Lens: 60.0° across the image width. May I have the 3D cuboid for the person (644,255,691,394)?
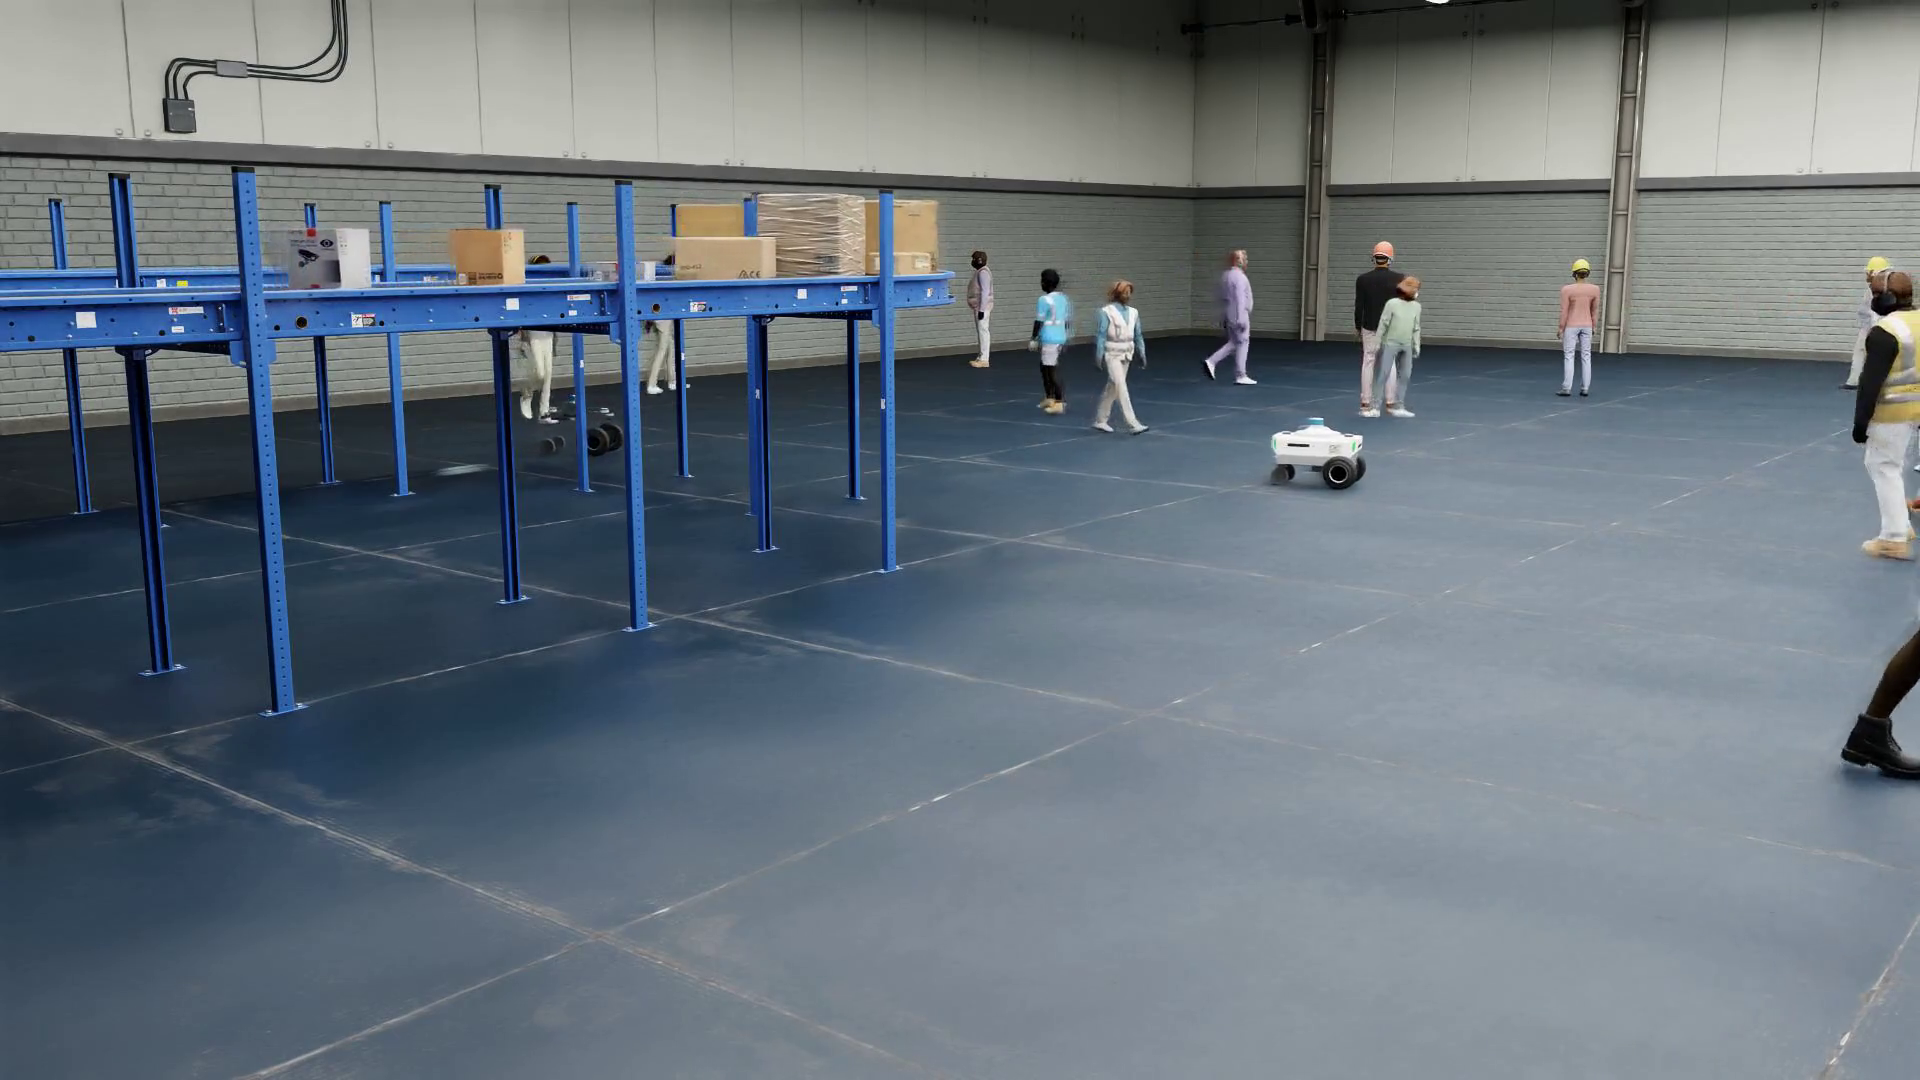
[{"bbox_3d":[-3.857,-2.855,22.048,0.738,1.814,0.607,-7,12,-34],"label":"person"}]

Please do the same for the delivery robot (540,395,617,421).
[{"bbox_3d":[-3.647,-1.269,15.888,0.698,0.223,0.335,2,10,8],"label":"delivery robot"}]

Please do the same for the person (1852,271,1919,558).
[{"bbox_3d":[5.928,-0.795,10.616,0.641,1.820,0.470,-7,12,-33],"label":"person"}]

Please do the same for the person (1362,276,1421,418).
[{"bbox_3d":[4.947,-2.196,18.968,0.666,1.609,0.354,-4,11,-19],"label":"person"}]

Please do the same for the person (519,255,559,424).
[{"bbox_3d":[-4.655,-2.208,18.350,0.445,1.853,0.543,8,13,36],"label":"person"}]

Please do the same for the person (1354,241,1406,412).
[{"bbox_3d":[4.975,-2.518,19.670,0.610,1.996,0.378,4,11,21],"label":"person"}]

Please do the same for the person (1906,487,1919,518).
[{"bbox_3d":[7.130,-1.123,12.078,0.400,1.944,0.618,2,10,10],"label":"person"}]

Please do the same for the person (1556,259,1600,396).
[{"bbox_3d":[8.029,-2.757,21.639,0.533,1.768,0.310,-1,10,-6],"label":"person"}]

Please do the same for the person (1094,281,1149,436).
[{"bbox_3d":[1.692,-1.887,17.287,0.542,1.583,0.877,-9,13,-40],"label":"person"}]

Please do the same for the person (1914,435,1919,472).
[{"bbox_3d":[8.438,-1.381,14.422,0.569,1.623,0.520,-8,13,-38],"label":"person"}]

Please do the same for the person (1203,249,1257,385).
[{"bbox_3d":[3.822,-3.119,23.309,0.664,1.888,0.650,-1,10,-8],"label":"person"}]

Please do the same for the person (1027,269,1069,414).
[{"bbox_3d":[1.012,-2.317,19.452,0.594,1.676,0.546,6,12,29],"label":"person"}]

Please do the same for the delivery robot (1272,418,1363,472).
[{"bbox_3d":[2.973,-0.772,13.854,0.707,0.478,0.477,4,11,23],"label":"delivery robot"}]

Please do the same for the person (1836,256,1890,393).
[{"bbox_3d":[12.201,-2.850,22.059,0.835,1.809,0.586,10,14,44],"label":"person"}]

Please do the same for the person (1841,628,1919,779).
[{"bbox_3d":[3.772,0.006,6.003,0.997,1.887,0.546,6,12,32],"label":"person"}]

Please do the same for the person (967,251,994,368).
[{"bbox_3d":[0.321,-3.698,26.638,0.430,1.845,0.622,0,10,-2],"label":"person"}]
